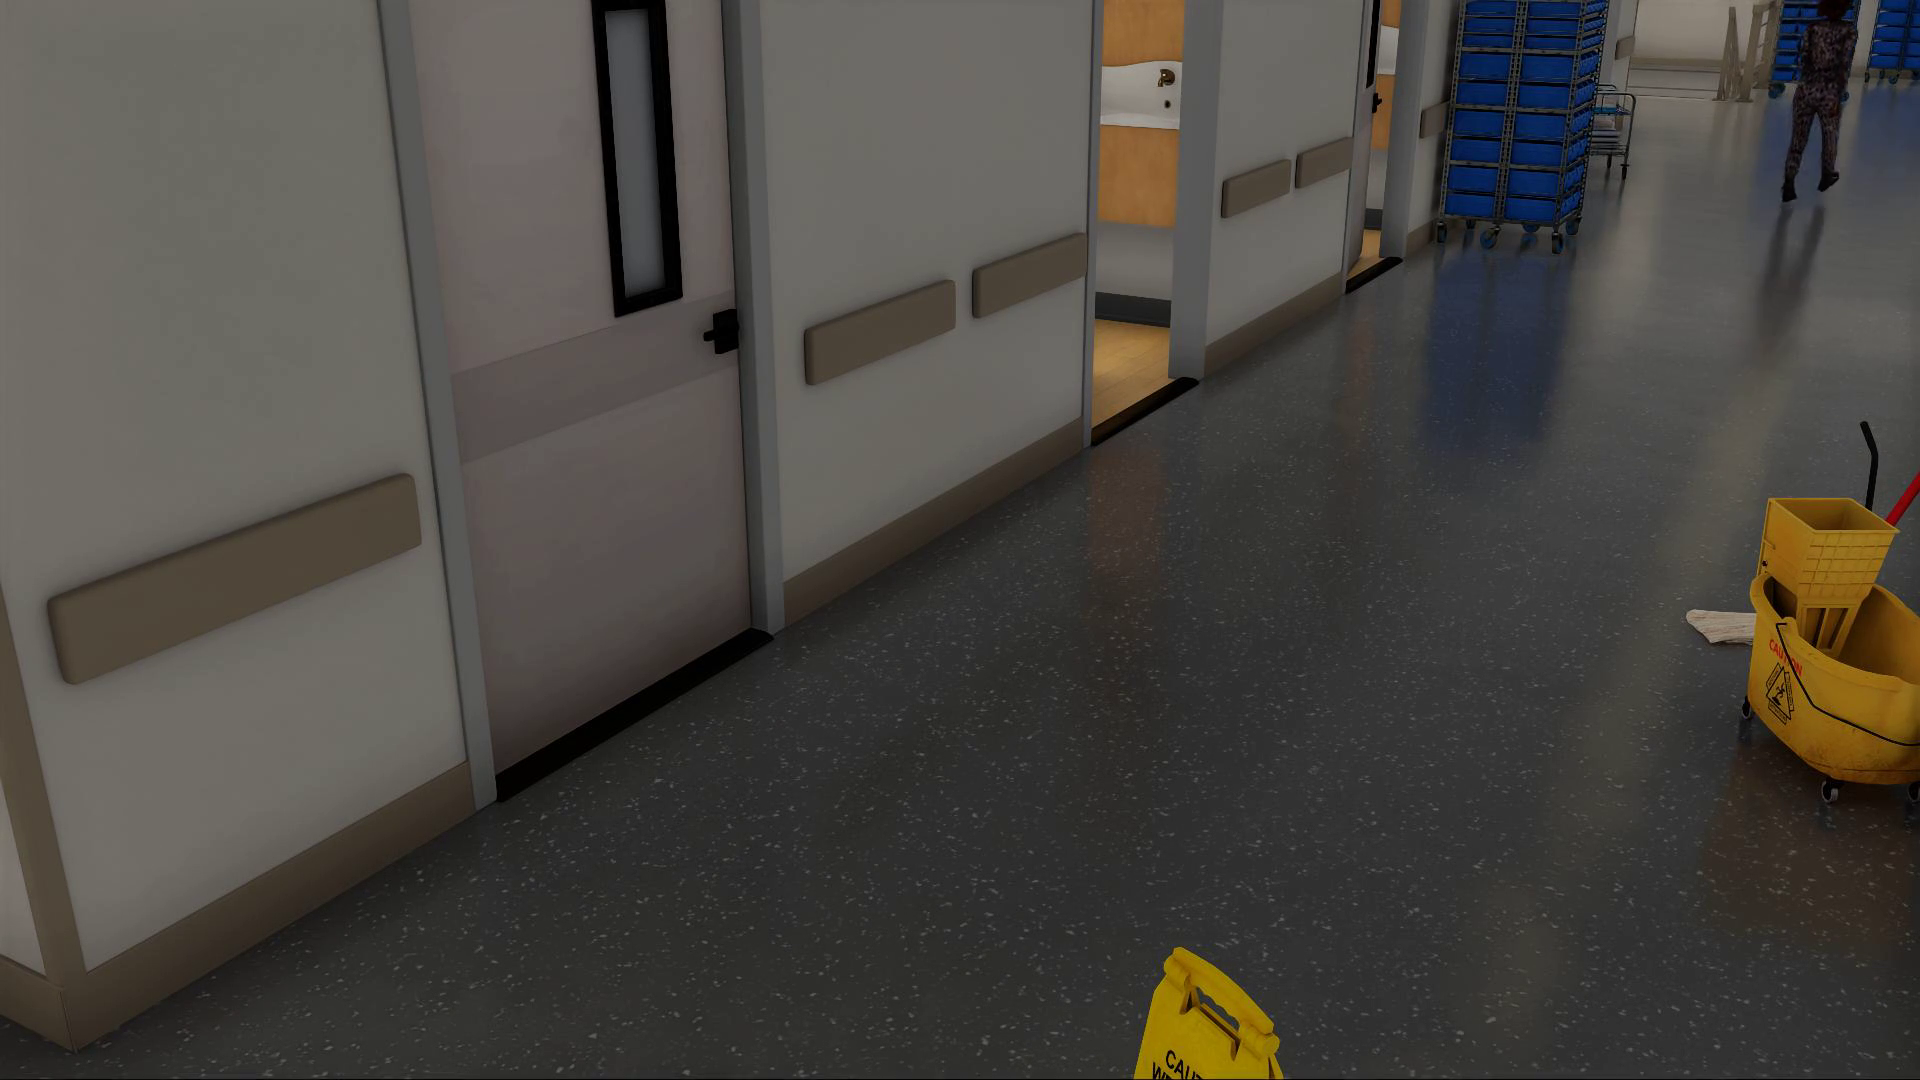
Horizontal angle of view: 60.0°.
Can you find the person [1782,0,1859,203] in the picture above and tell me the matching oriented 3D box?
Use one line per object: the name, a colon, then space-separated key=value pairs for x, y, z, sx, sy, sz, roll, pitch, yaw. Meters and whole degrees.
person: x=6.863 y=-3.528 z=13.386 sx=1.214 sy=1.654 sz=0.796 roll=-19 pitch=28 yaw=-41
